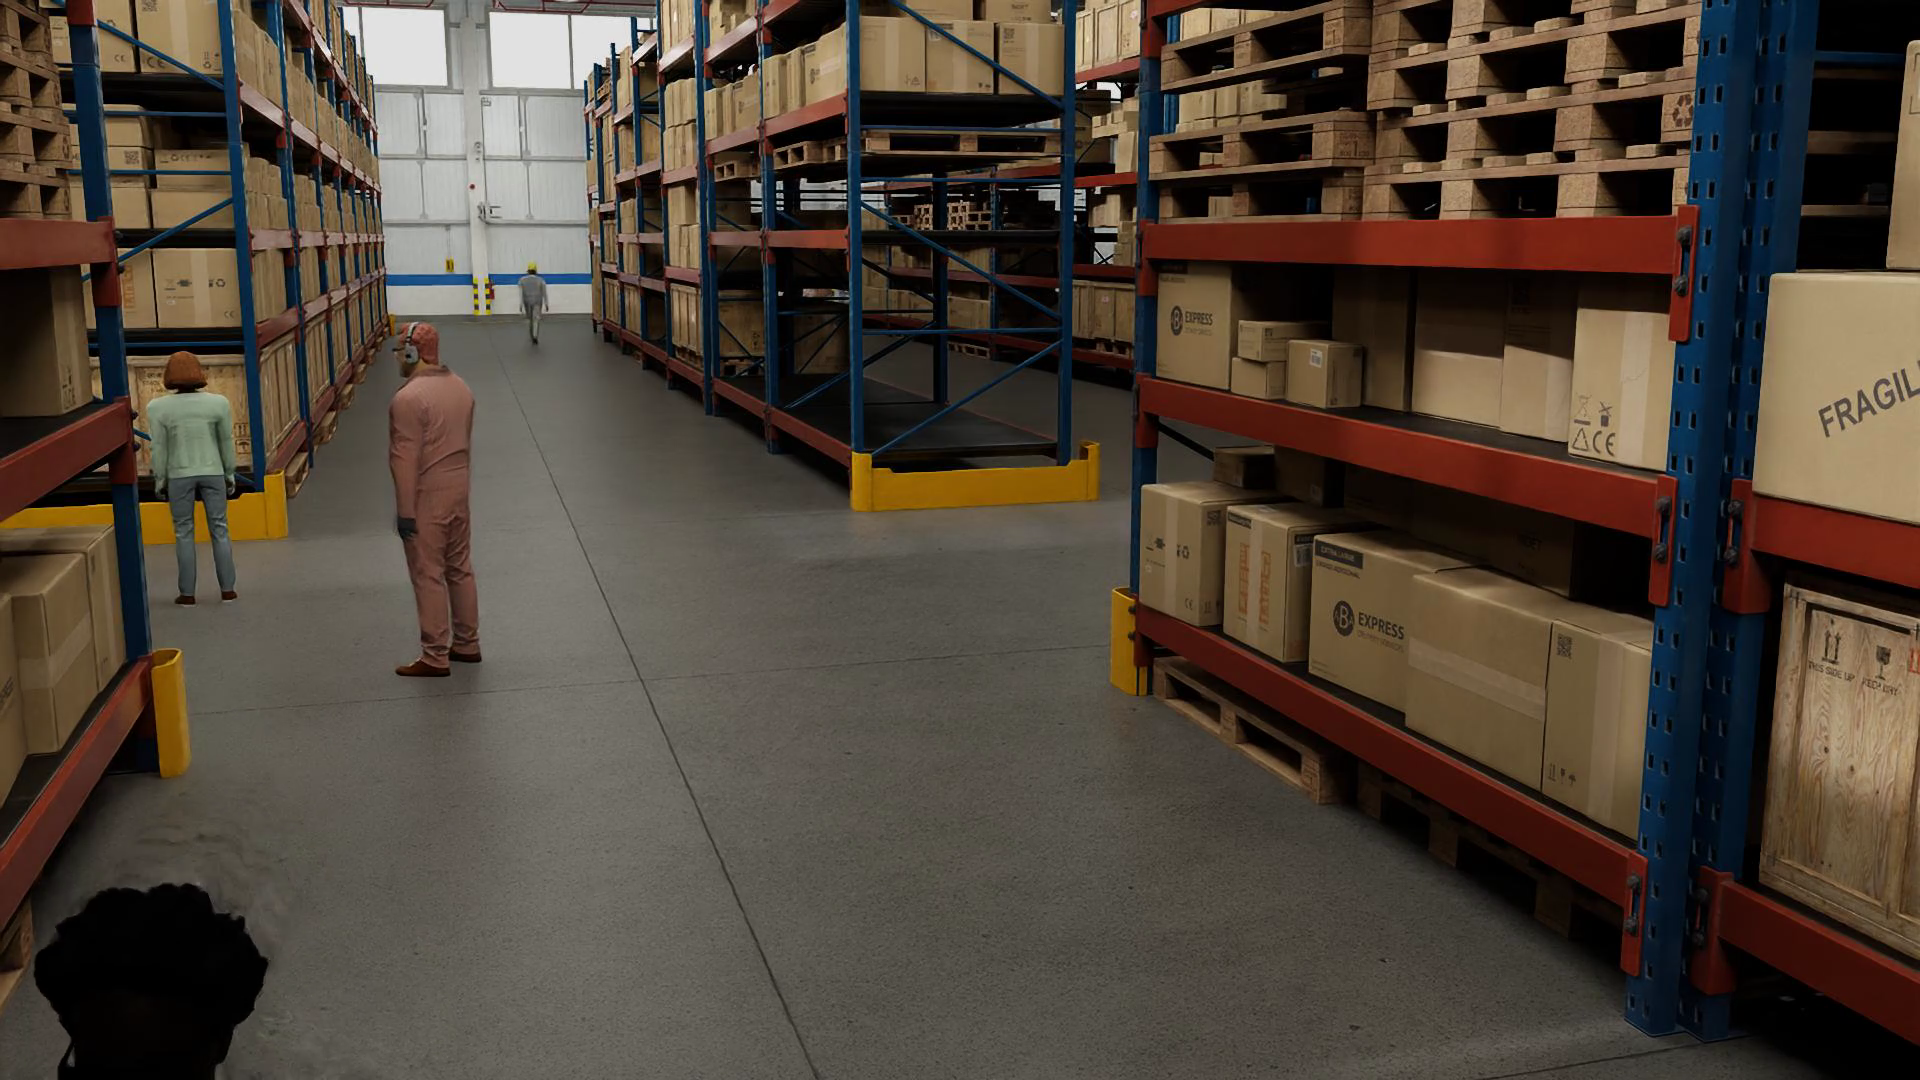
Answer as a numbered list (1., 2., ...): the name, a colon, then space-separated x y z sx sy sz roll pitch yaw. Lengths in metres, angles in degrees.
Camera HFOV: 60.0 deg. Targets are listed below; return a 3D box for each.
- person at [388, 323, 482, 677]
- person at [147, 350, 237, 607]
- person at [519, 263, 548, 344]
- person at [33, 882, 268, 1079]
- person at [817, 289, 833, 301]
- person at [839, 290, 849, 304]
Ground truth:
1. person: -2.860 -0.215 8.959 0.399 1.899 0.650 3 11 14
2. person: -4.876 -0.387 10.602 0.499 1.636 0.286 -7 12 -32
3. person: -9.367 -5.194 36.551 0.608 1.789 0.933 -1 10 -6
4. person: -0.830 1.200 1.808 0.553 1.655 0.819 -2 11 -11
5. person: -3.550 -6.353 43.327 0.576 1.625 0.426 9 14 41
6. person: -2.300 -4.843 34.175 0.388 1.947 0.614 4 11 20
